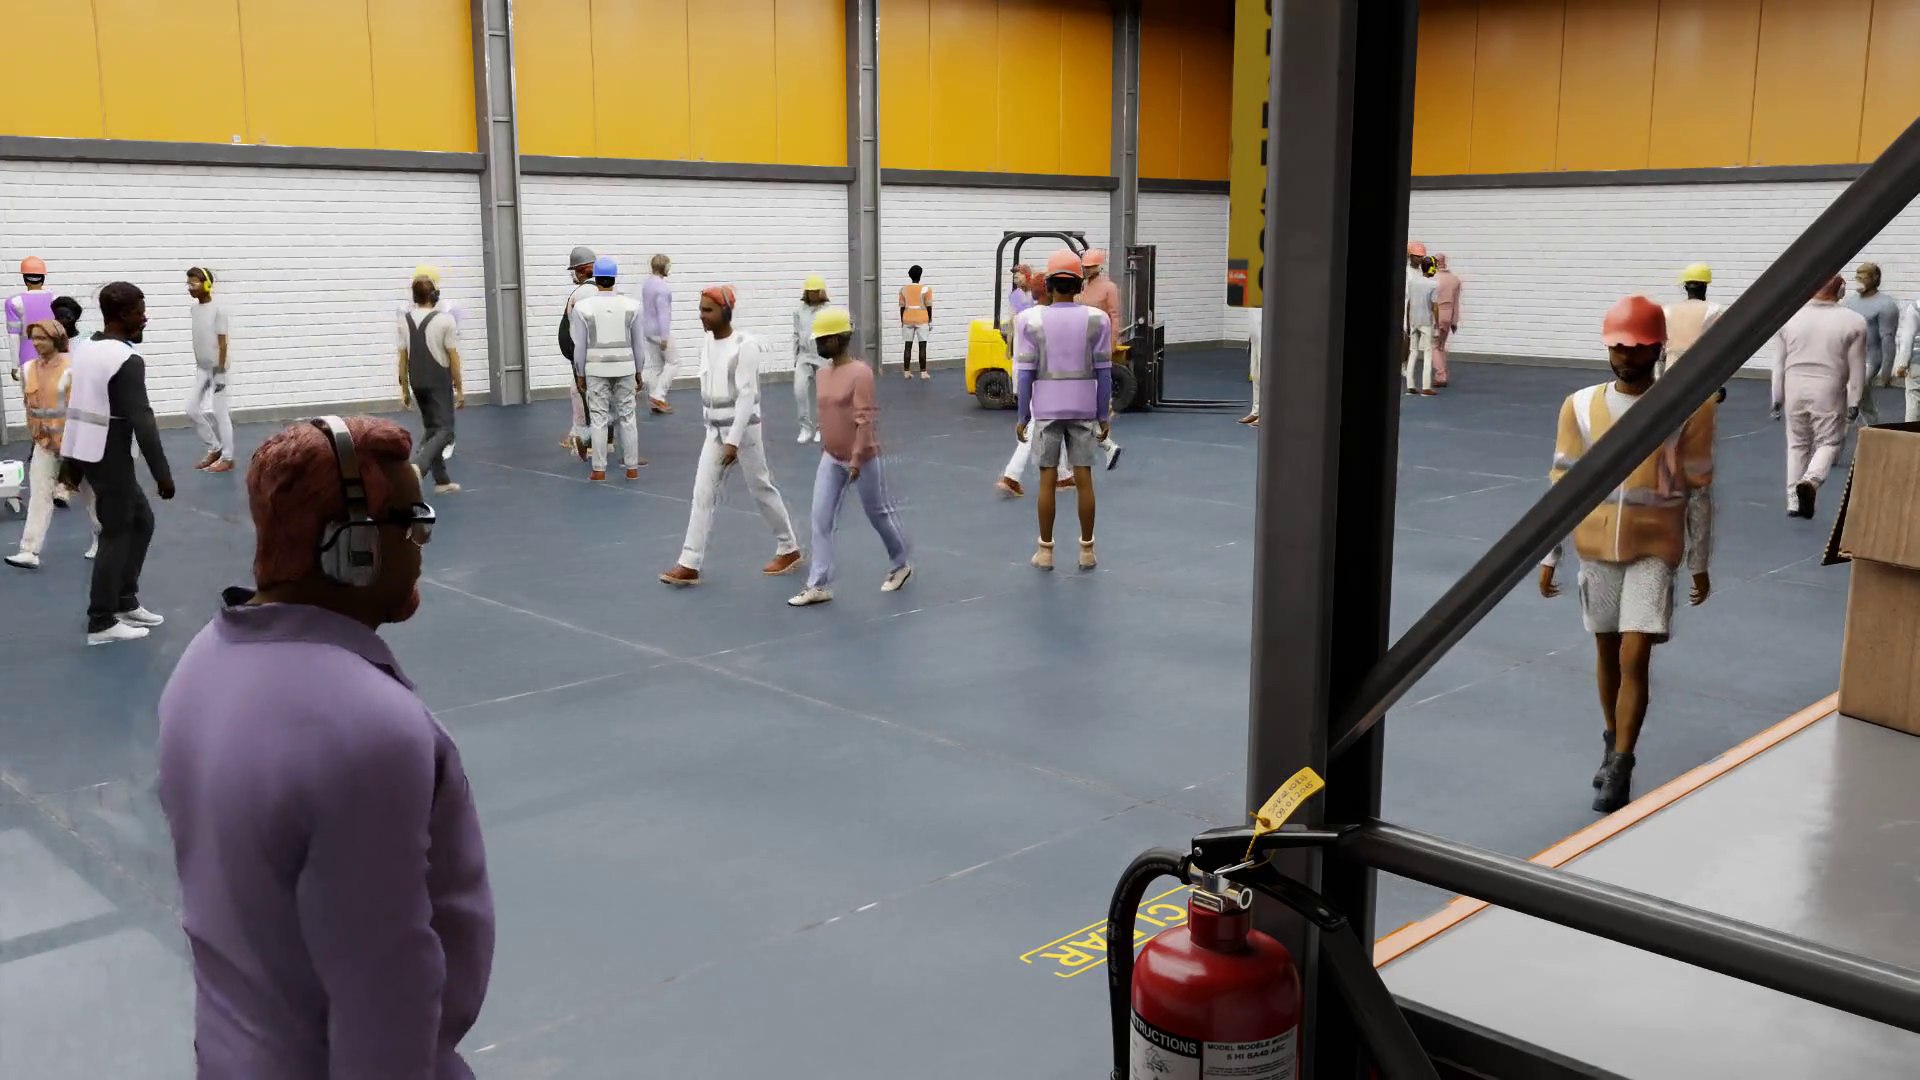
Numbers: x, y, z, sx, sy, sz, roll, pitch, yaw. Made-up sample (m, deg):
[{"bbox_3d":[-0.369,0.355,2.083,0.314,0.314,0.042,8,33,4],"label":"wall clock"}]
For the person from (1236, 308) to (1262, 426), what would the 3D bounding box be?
[{"bbox_3d":[3.351,-2.202,18.646,0.328,1.862,0.520,-2,11,-12],"label":"person"}]

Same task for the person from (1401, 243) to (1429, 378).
[{"bbox_3d":[6.740,-3.406,24.796,0.640,2.016,0.612,-5,11,-25],"label":"person"}]

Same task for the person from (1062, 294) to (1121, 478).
[{"bbox_3d":[1.072,-1.338,14.569,0.560,1.621,0.522,5,11,24],"label":"person"}]

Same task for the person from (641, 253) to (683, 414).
[{"bbox_3d":[-3.550,-2.436,19.772,0.433,1.926,0.629,-7,12,-32],"label":"person"}]

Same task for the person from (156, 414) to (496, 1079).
[{"bbox_3d":[-0.829,0.763,2.387,0.462,1.889,0.676,-10,14,-43],"label":"person"}]

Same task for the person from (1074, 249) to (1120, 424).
[{"bbox_3d":[1.480,-2.274,18.700,0.423,1.977,0.634,-9,14,-42],"label":"person"}]

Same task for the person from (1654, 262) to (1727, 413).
[{"bbox_3d":[6.055,-1.352,13.870,0.598,1.909,0.607,-9,14,-42],"label":"person"}]

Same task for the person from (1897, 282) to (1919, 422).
[{"bbox_3d":[9.600,-1.792,16.512,0.594,1.826,0.403,-1,10,-8],"label":"person"}]

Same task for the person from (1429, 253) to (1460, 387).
[{"bbox_3d":[6.719,-3.090,23.447,0.660,1.882,0.646,-6,12,-29],"label":"person"}]

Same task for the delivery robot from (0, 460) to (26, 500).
[{"bbox_3d":[-7.400,-0.458,12.438,0.707,0.478,0.477,-6,12,-30],"label":"delivery robot"}]

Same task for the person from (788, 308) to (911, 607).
[{"bbox_3d":[-0.628,-0.503,9.757,0.528,1.722,0.893,9,14,42],"label":"person"}]

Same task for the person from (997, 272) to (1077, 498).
[{"bbox_3d":[0.640,-1.272,13.643,0.976,1.843,0.586,-9,14,-40],"label":"person"}]

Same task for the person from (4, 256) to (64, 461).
[{"bbox_3d":[-8.660,-1.698,15.681,0.552,1.936,0.358,-8,13,-38],"label":"person"}]

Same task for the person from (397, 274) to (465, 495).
[{"bbox_3d":[-4.301,-1.227,13.435,0.518,1.828,0.778,3,11,16],"label":"person"}]

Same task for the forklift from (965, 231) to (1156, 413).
[{"bbox_3d":[1.222,-2.721,20.561,2.313,2.155,1.214,2,11,13],"label":"forklift"}]

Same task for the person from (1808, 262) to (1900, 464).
[{"bbox_3d":[8.329,-1.619,15.403,1.023,1.891,0.632,-2,11,-9],"label":"person"}]

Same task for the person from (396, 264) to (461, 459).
[{"bbox_3d":[-4.955,-1.647,15.571,0.597,1.879,0.954,-1,10,-6],"label":"person"}]

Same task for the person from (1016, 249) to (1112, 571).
[{"bbox_3d":[0.656,-0.818,10.596,0.605,2.045,0.378,0,10,-3],"label":"person"}]

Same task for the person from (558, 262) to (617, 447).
[{"bbox_3d":[-3.787,-1.922,16.831,0.596,1.963,0.725,-1,10,-7],"label":"person"}]

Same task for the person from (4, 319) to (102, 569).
[{"bbox_3d":[-5.834,-0.622,10.732,0.538,1.586,0.848,2,11,10],"label":"person"}]

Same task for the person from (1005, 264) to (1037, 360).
[{"bbox_3d":[0.848,-2.255,19.098,0.602,1.794,0.587,8,13,36],"label":"person"}]

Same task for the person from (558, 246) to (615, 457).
[{"bbox_3d":[-3.616,-1.826,16.102,0.536,2.000,0.675,2,11,10],"label":"person"}]

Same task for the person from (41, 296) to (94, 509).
[{"bbox_3d":[-6.975,-1.092,13.148,0.550,1.644,0.894,-2,11,-10],"label":"person"}]

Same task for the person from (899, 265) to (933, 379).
[{"bbox_3d":[-0.653,-3.227,24.700,0.532,1.694,0.319,4,11,19],"label":"person"}]

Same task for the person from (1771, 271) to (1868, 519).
[{"bbox_3d":[6.375,-1.068,12.409,0.651,1.889,0.662,10,14,43],"label":"person"}]

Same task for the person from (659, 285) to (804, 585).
[{"bbox_3d":[-1.391,-0.642,10.236,0.576,1.839,1.001,9,14,41],"label":"person"}]

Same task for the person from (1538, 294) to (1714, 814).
[{"bbox_3d":[2.432,0.058,6.173,0.580,1.908,0.831,8,13,36],"label":"person"}]

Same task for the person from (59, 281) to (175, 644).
[{"bbox_3d":[-4.440,-0.410,8.793,0.676,1.888,0.618,9,14,40],"label":"person"}]

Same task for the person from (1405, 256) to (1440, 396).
[{"bbox_3d":[6.178,-2.851,22.209,0.343,1.860,0.529,-9,14,-41],"label":"person"}]

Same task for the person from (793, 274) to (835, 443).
[{"bbox_3d":[-1.497,-1.844,17.011,0.499,1.723,0.578,2,11,11],"label":"person"}]

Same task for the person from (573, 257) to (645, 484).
[{"bbox_3d":[-3.014,-1.451,14.311,0.605,1.948,0.386,-4,11,-22],"label":"person"}]

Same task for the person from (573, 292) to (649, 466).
[{"bbox_3d":[-3.223,-1.468,15.291,0.610,1.610,0.525,-2,11,-9],"label":"person"}]

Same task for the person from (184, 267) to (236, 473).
[{"bbox_3d":[-6.746,-1.516,14.945,0.512,1.855,0.418,5,12,27],"label":"person"}]
